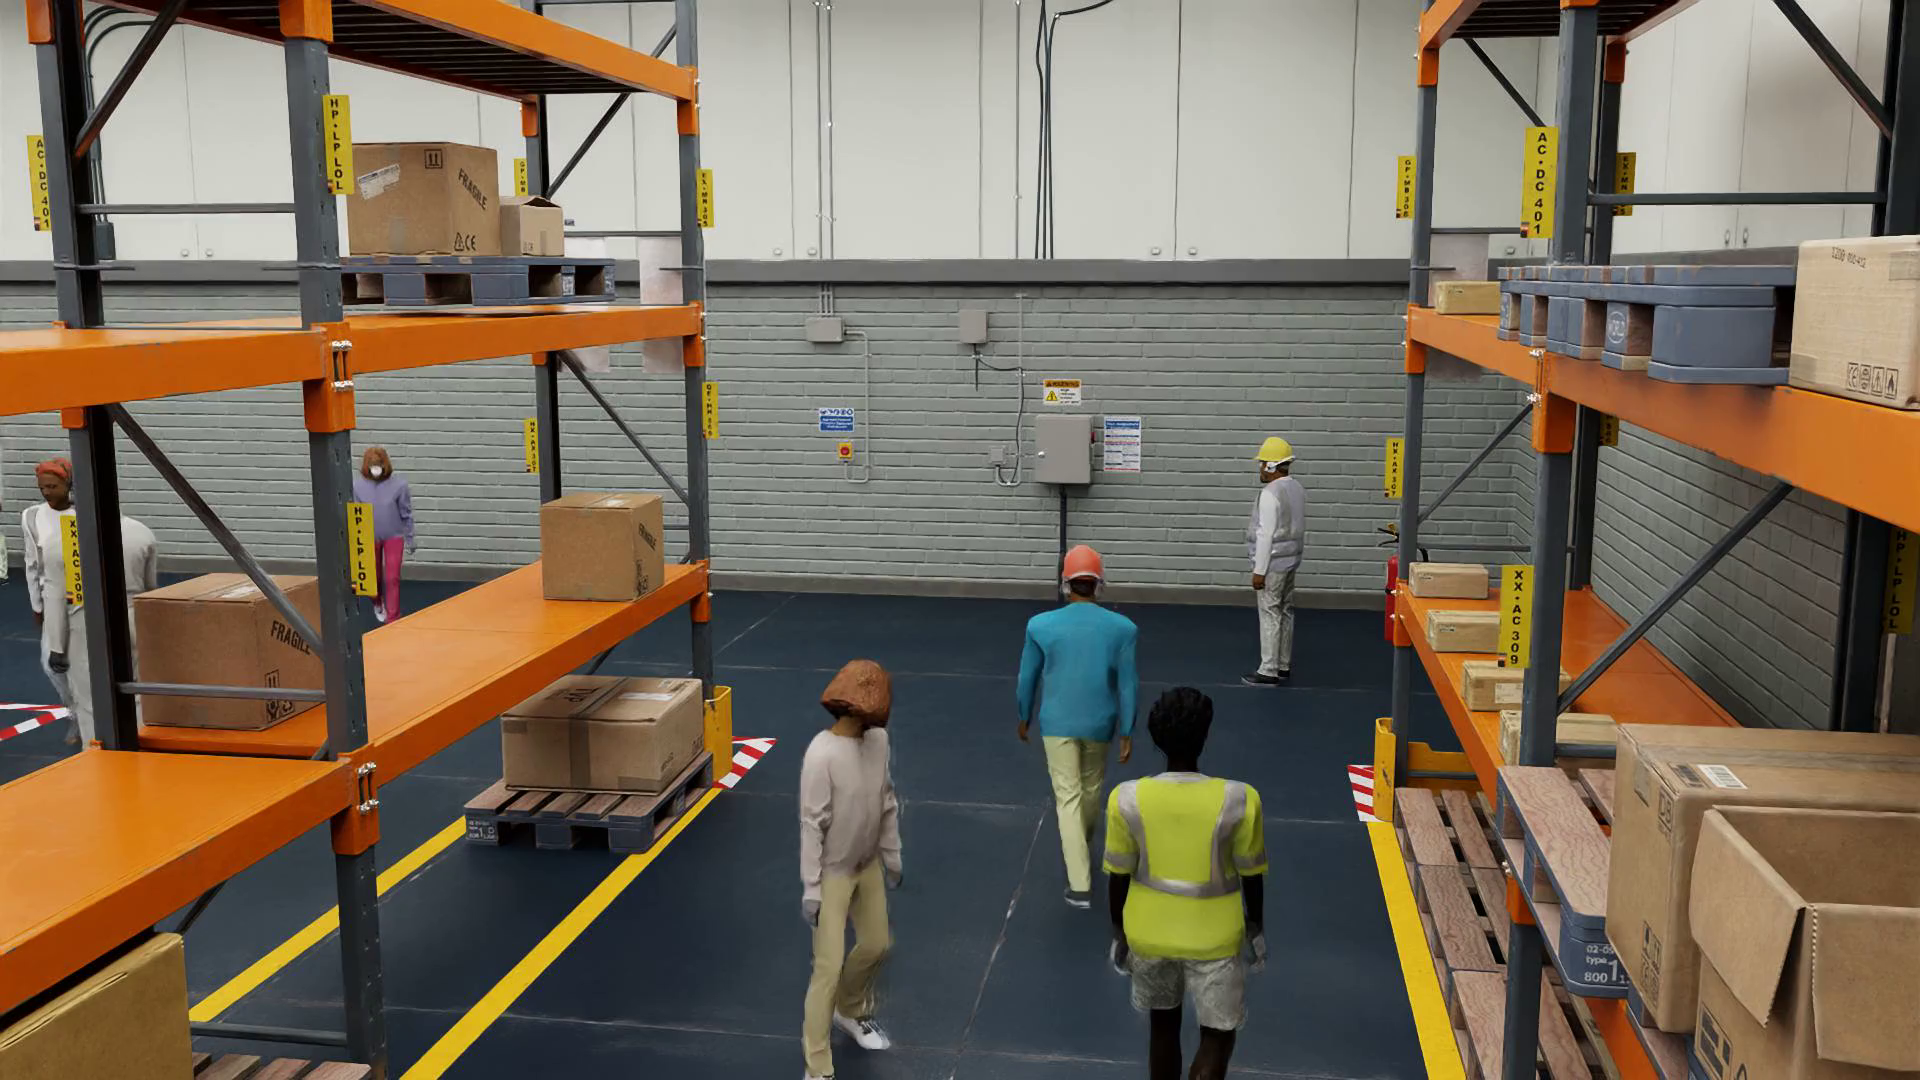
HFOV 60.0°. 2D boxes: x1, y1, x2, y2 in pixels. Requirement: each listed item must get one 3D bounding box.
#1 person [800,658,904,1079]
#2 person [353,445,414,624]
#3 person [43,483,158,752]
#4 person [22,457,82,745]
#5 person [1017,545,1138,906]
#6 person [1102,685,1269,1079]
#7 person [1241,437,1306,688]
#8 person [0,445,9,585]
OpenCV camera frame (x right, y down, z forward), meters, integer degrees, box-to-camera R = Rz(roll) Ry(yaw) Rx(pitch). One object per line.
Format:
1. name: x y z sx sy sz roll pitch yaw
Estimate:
1. person: -0.462 1.236 6.189 0.422 1.620 0.597 6 11 35
2. person: -4.835 -0.010 13.910 0.508 1.606 0.676 -3 10 -16
3. person: -4.934 0.548 9.578 0.396 1.897 0.643 6 11 31
4. person: -5.601 0.401 10.534 0.602 1.867 0.437 -2 9 -10
5. person: 0.573 0.871 8.159 0.563 1.703 0.891 -2 9 -11
6. person: 0.721 1.318 5.469 0.544 1.678 0.672 3 10 19
7. person: 2.301 0.161 12.181 0.403 1.828 0.597 6 11 32
8. person: -9.440 -0.412 15.973 0.577 1.737 0.355 3 10 20
